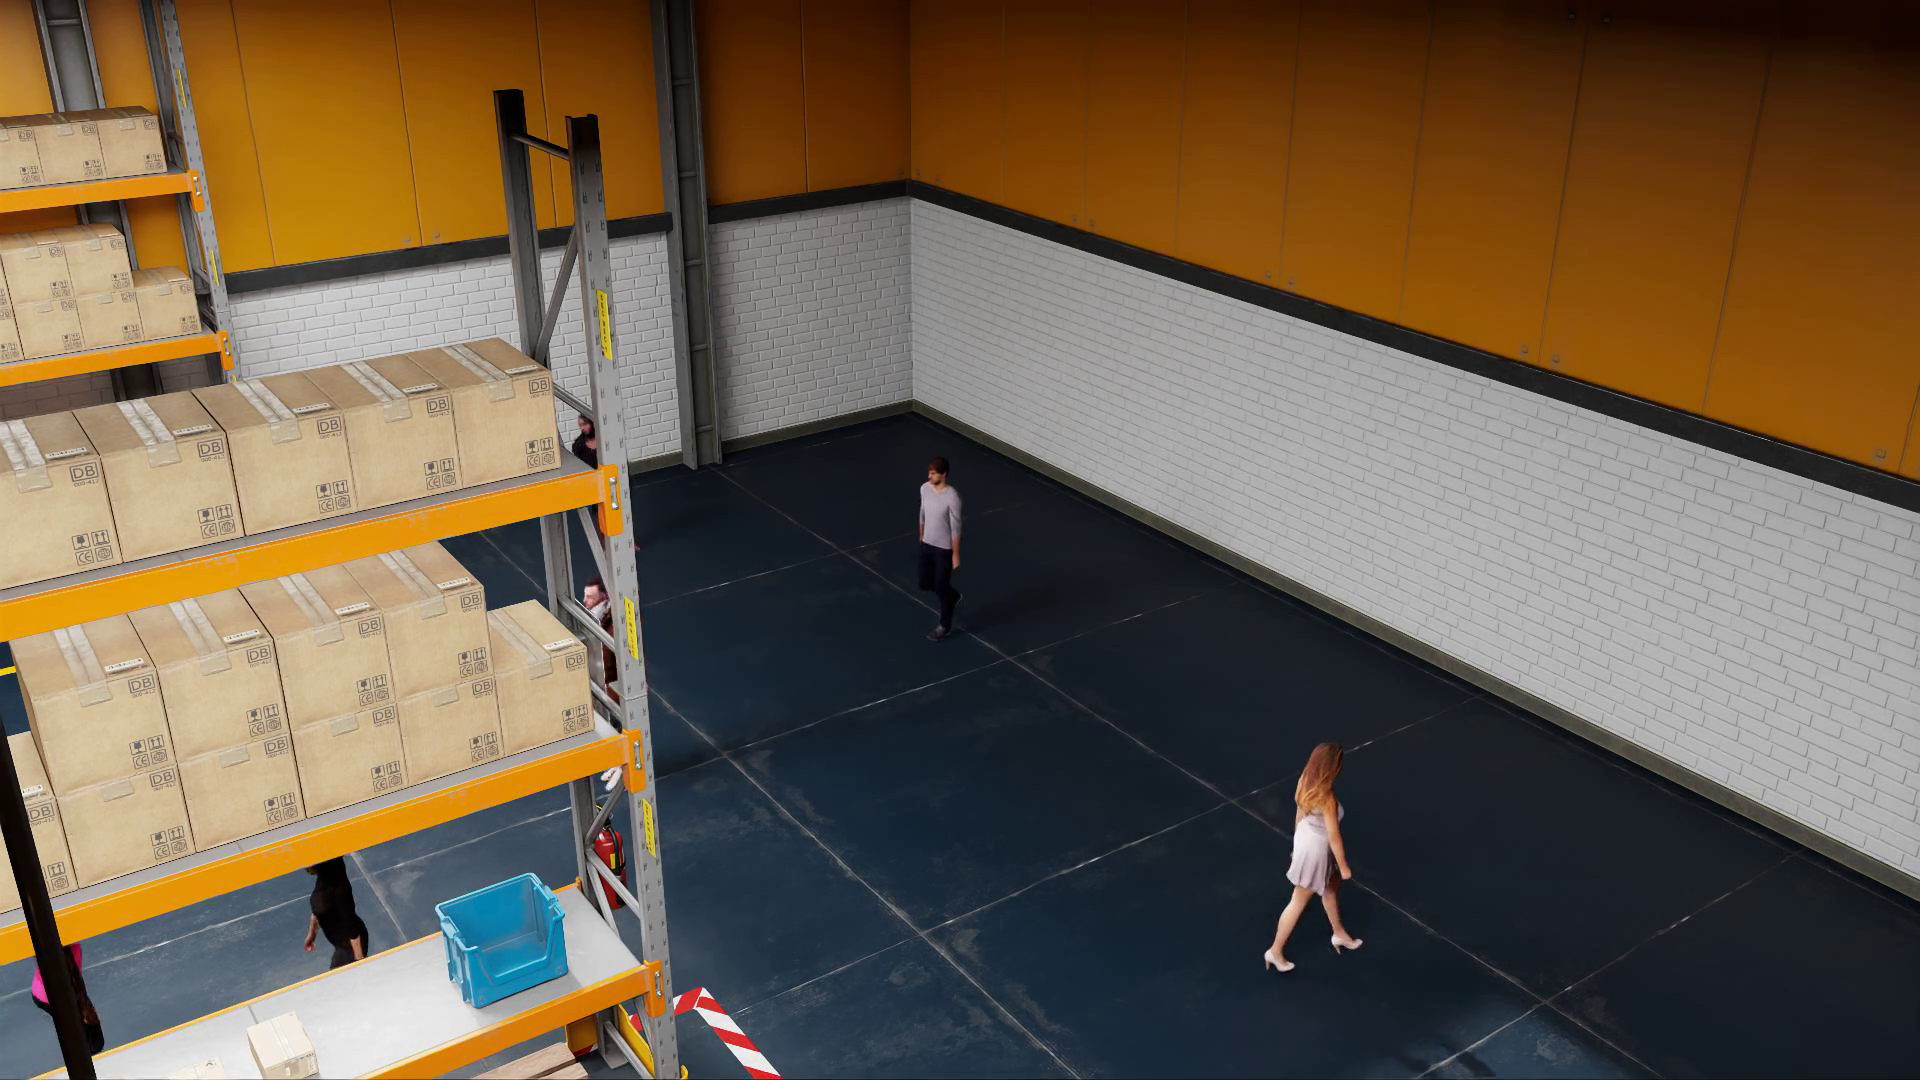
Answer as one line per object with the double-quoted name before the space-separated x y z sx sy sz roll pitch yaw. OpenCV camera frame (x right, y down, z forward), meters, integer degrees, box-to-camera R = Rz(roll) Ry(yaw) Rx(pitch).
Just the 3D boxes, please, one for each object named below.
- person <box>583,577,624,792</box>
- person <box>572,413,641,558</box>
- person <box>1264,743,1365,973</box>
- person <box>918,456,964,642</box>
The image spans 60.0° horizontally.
"person" -2.737 1.108 13.299 0.760 1.826 0.770 -22 32 -40
"person" -3.706 -0.568 17.300 0.691 1.692 0.889 -14 27 -28
"person" 2.261 2.144 11.034 1.041 1.742 0.840 -3 24 -7
"person" -0.121 0.039 15.745 0.862 1.825 0.768 -21 31 -40
